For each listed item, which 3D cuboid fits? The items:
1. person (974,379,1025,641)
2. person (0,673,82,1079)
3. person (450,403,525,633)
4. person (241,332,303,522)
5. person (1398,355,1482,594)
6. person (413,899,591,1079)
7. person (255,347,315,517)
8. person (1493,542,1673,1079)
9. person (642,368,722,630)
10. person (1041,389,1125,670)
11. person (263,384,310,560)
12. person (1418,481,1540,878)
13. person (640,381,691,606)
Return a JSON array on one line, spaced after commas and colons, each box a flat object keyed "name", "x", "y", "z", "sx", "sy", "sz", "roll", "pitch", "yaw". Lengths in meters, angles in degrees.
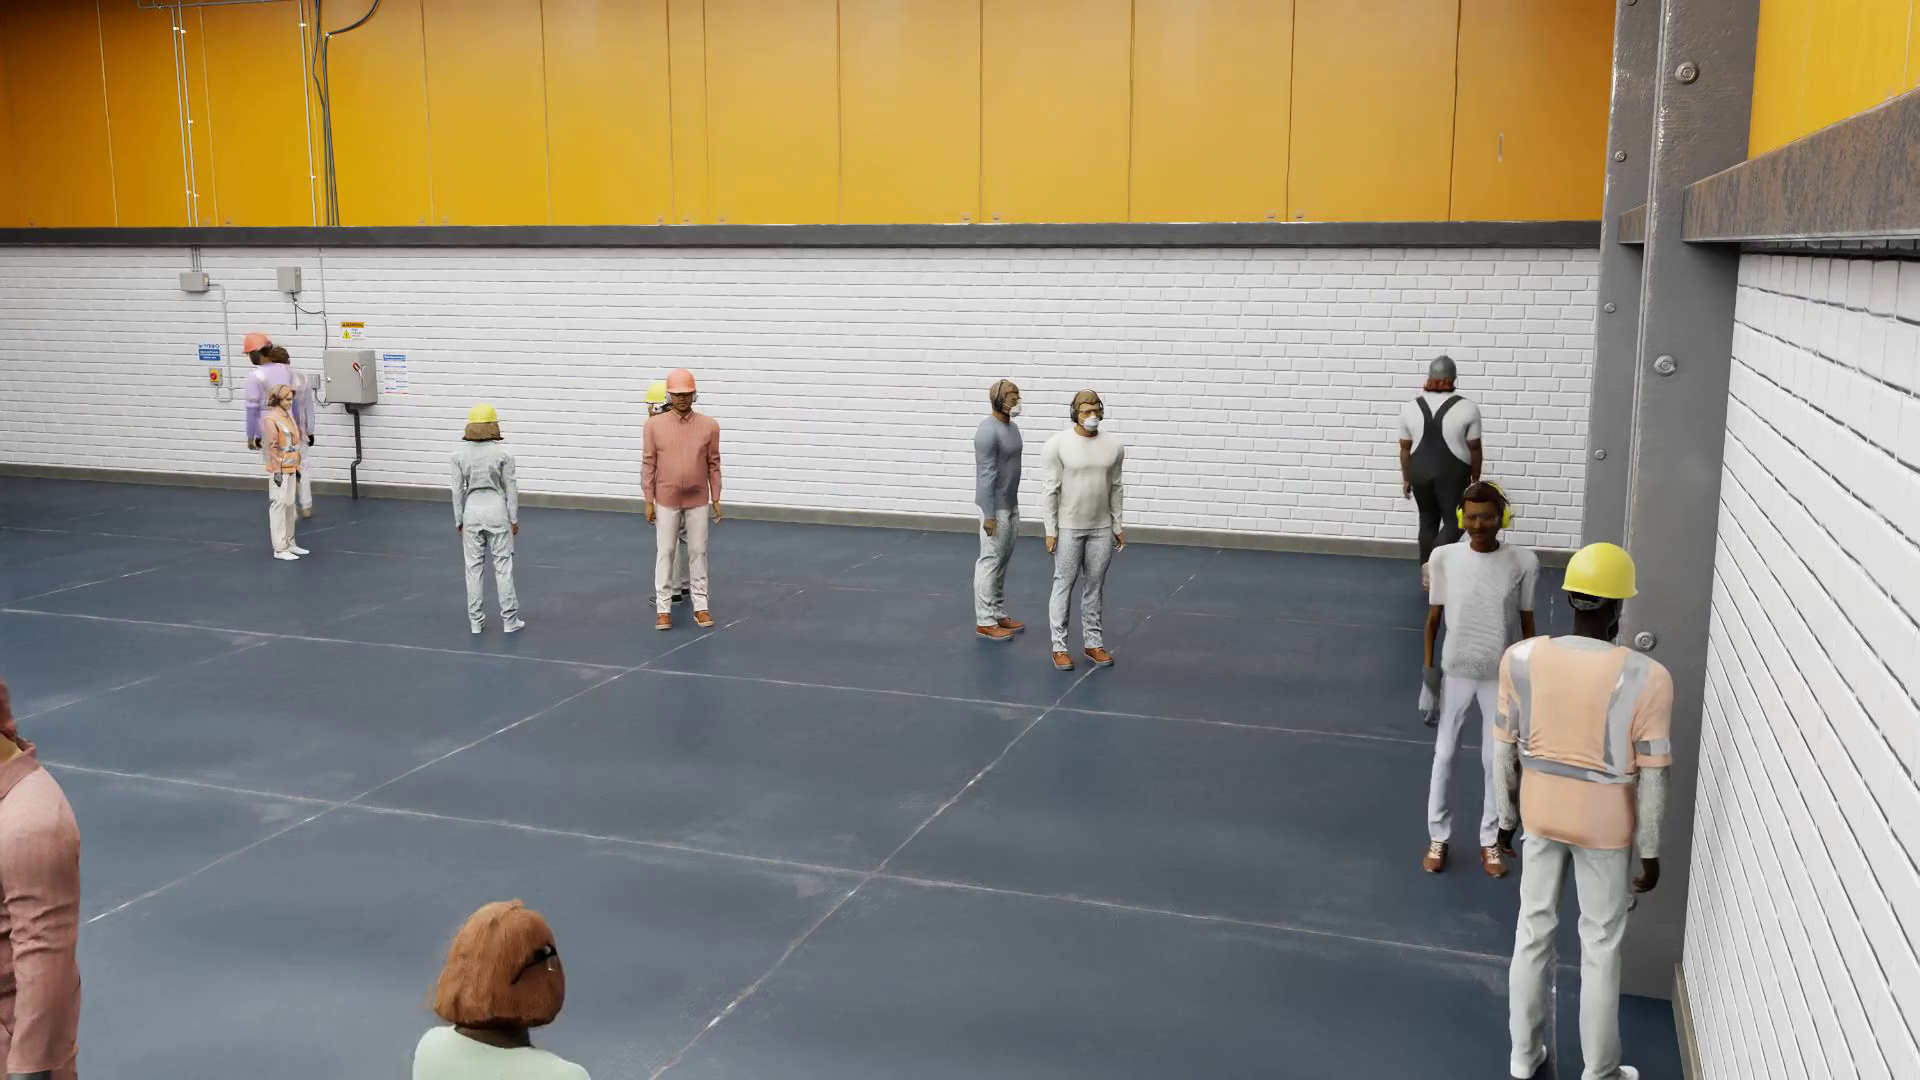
[{"name": "person", "x": 0.294, "y": -0.232, "z": 12.413, "sx": 0.352, "sy": 1.937, "sz": 0.635, "roll": 4, "pitch": 11, "yaw": 19}, {"name": "person", "x": -2.475, "y": 1.233, "z": 4.268, "sx": 0.641, "sy": 1.905, "sz": 0.410, "roll": 10, "pitch": 14, "yaw": 43}, {"name": "person", "x": -3.573, "y": -0.160, "z": 12.571, "sx": 0.485, "sy": 1.739, "sz": 0.313, "roll": 0, "pitch": 10, "yaw": -1}, {"name": "person", "x": -7.257, "y": -1.173, "z": 17.494, "sx": 0.581, "sy": 2.014, "sz": 0.638, "roll": 4, "pitch": 11, "yaw": 21}, {"name": "person", "x": 4.025, "y": -0.563, "z": 13.991, "sx": 0.683, "sy": 2.000, "sz": 0.853, "roll": 8, "pitch": 13, "yaw": 37}, {"name": "person", "x": -0.919, "y": 1.524, "z": 3.456, "sx": 0.508, "sy": 1.600, "sz": 0.777, "roll": 8, "pitch": 13, "yaw": 38}, {"name": "person", "x": -7.250, "y": -1.148, "z": 17.844, "sx": 0.626, "sy": 1.843, "sz": 0.430, "roll": -5, "pitch": 11, "yaw": -25}, {"name": "person", "x": 2.130, "y": 0.961, "z": 5.726, "sx": 0.590, "sy": 1.926, "sz": 0.388, "roll": 9, "pitch": 13, "yaw": 40}, {"name": "person", "x": -2.118, "y": -0.313, "z": 12.707, "sx": 0.608, "sy": 1.996, "sz": 0.379, "roll": -3, "pitch": 11, "yaw": -17}, {"name": "person", "x": 0.862, "y": -0.075, "z": 11.527, "sx": 0.627, "sy": 1.940, "sz": 0.372, "roll": -4, "pitch": 11, "yaw": -22}, {"name": "person", "x": -6.316, "y": -0.638, "z": 15.542, "sx": 0.310, "sy": 1.639, "sz": 0.514, "roll": 0, "pitch": 10, "yaw": -3}, {"name": "person", "x": 2.406, "y": 0.647, "z": 7.710, "sx": 0.516, "sy": 1.858, "sz": 0.379, "roll": 4, "pitch": 11, "yaw": 20}, {"name": "person", "x": -2.395, "y": -0.379, "z": 13.540, "sx": 0.403, "sy": 1.830, "sz": 0.600, "roll": 1, "pitch": 10, "yaw": 8}]
